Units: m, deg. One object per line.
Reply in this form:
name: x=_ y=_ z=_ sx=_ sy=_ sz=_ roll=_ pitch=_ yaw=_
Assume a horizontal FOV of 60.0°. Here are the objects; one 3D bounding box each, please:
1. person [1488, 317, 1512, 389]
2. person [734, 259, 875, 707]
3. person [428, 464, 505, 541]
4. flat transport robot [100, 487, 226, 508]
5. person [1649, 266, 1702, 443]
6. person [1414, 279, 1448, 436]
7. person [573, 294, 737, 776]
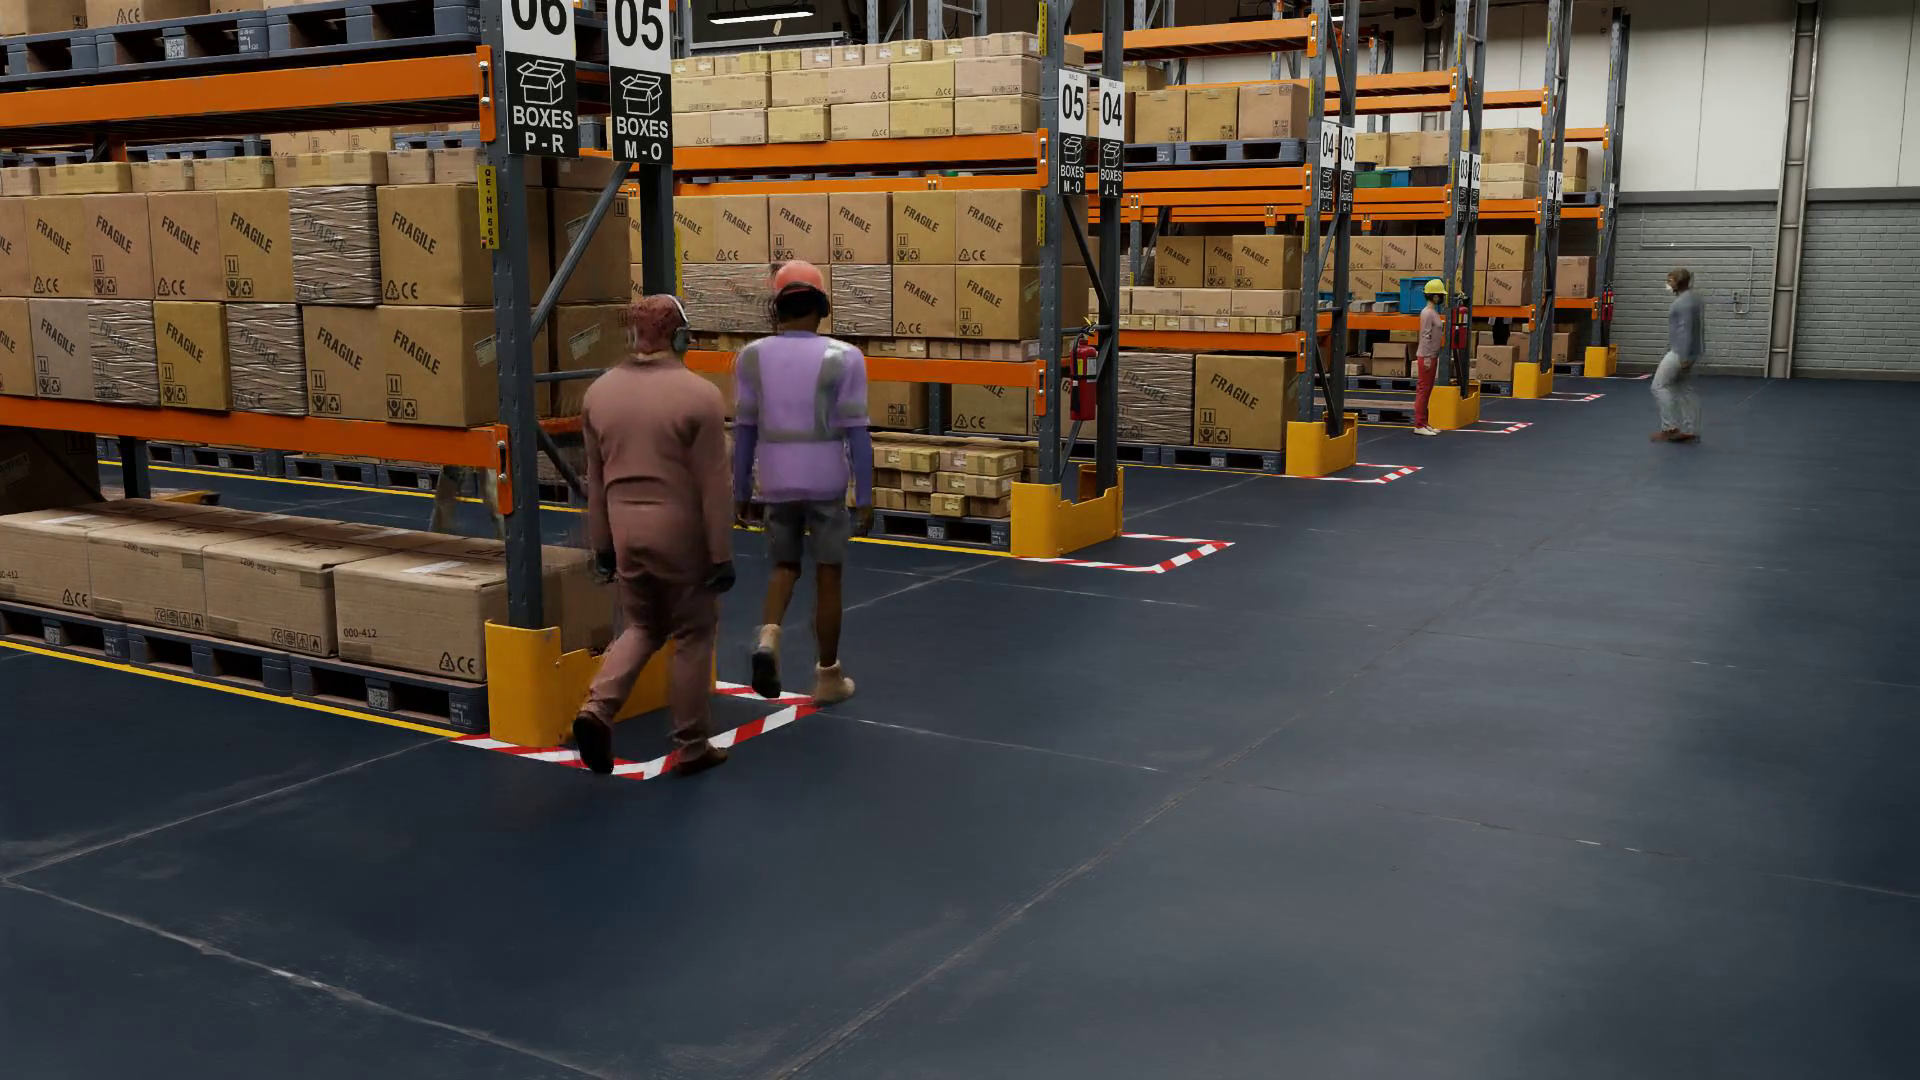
person: x=8.327 y=-3.284 z=25.560 sx=0.391 sy=1.922 sz=0.593 roll=5 pitch=11 yaw=25
person: x=-0.710 y=-0.228 z=7.398 sx=0.687 sy=2.015 sz=0.643 roll=3 pitch=10 yaw=16
person: x=-3.037 y=-0.593 z=10.067 sx=0.967 sy=1.823 sz=0.556 roll=6 pitch=11 yaw=32
flat transport robot: x=-6.424 y=-0.264 z=12.706 sx=1.431 sy=0.197 sz=0.652 roll=3 pitch=10 yaw=16
person: x=7.755 y=-1.997 z=18.034 sx=0.612 sy=1.915 sz=0.644 roll=6 pitch=11 yaw=31
person: x=5.357 y=-2.071 z=18.913 sx=0.310 sy=1.768 sz=0.533 roll=4 pitch=11 yaw=24
person: x=-1.174 y=0.011 z=6.361 sx=0.645 sy=1.893 sz=0.626 roll=5 pitch=11 yaw=26
